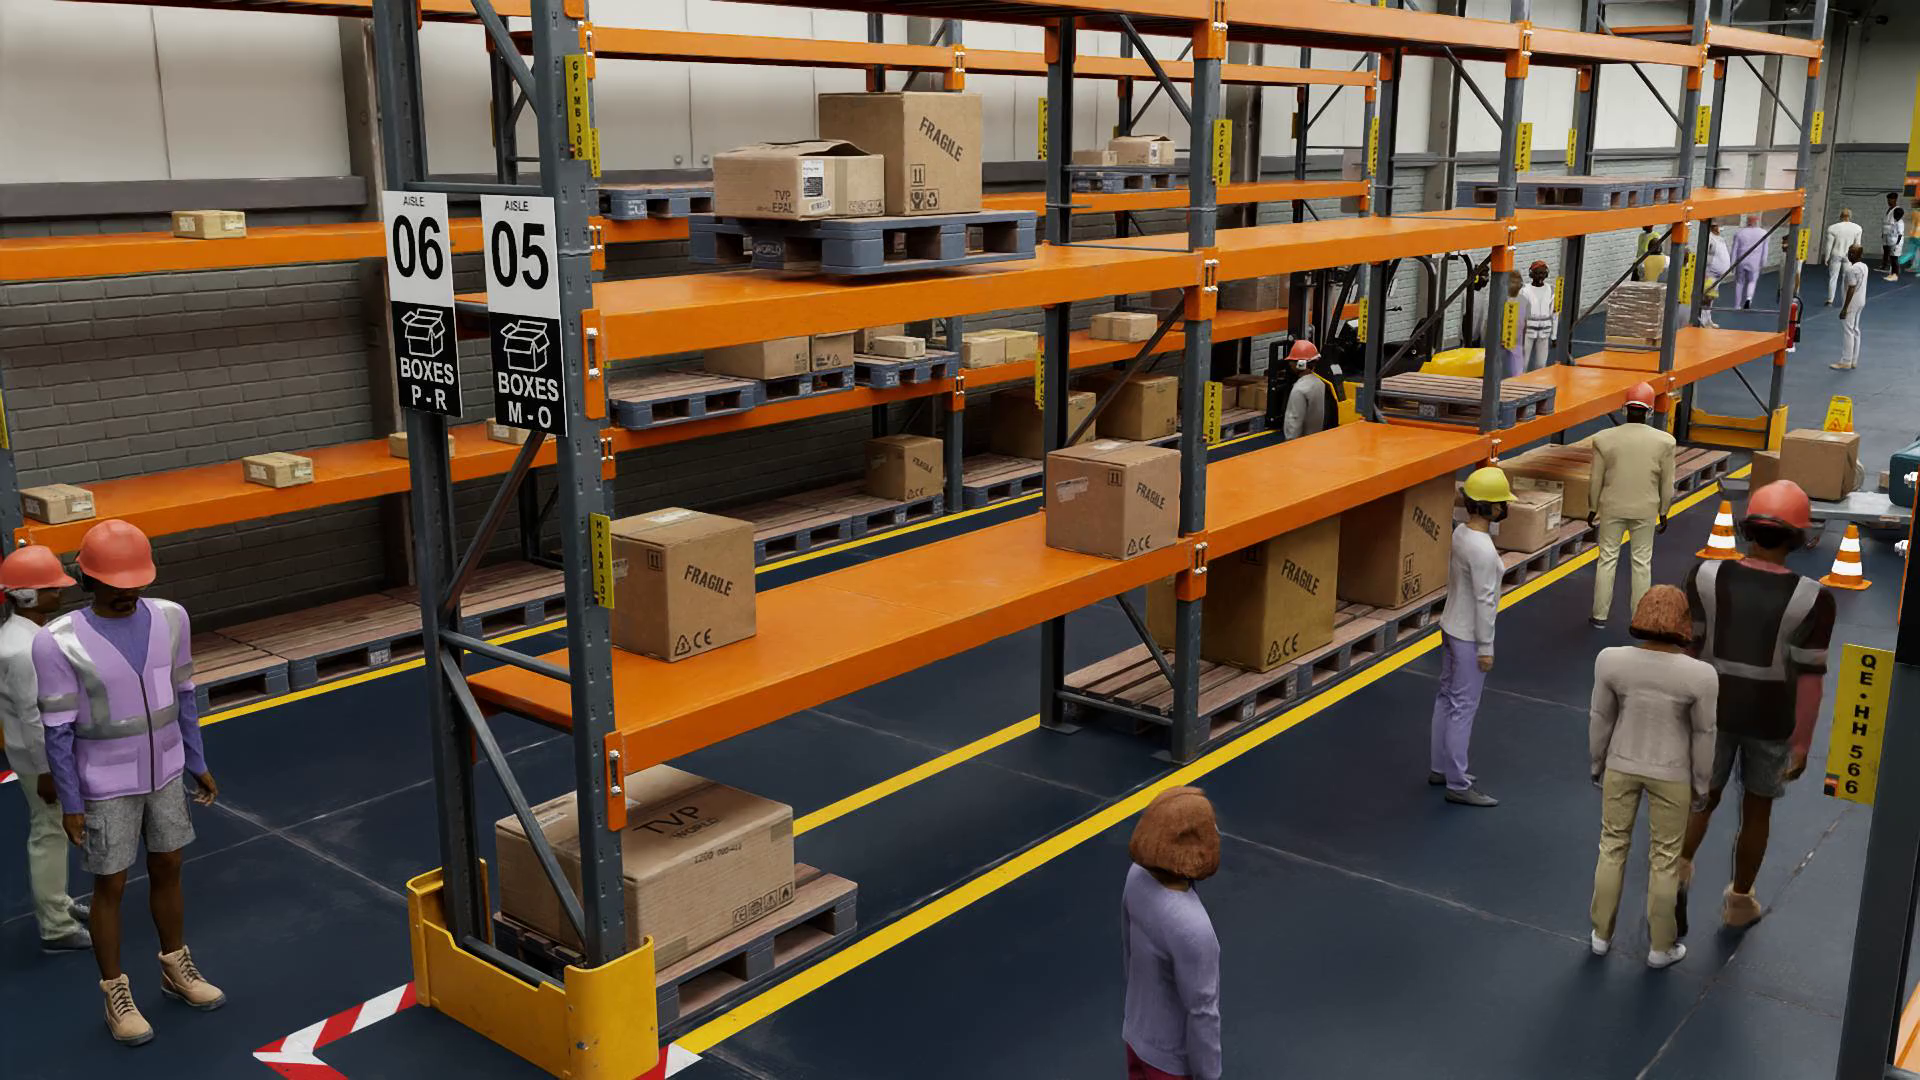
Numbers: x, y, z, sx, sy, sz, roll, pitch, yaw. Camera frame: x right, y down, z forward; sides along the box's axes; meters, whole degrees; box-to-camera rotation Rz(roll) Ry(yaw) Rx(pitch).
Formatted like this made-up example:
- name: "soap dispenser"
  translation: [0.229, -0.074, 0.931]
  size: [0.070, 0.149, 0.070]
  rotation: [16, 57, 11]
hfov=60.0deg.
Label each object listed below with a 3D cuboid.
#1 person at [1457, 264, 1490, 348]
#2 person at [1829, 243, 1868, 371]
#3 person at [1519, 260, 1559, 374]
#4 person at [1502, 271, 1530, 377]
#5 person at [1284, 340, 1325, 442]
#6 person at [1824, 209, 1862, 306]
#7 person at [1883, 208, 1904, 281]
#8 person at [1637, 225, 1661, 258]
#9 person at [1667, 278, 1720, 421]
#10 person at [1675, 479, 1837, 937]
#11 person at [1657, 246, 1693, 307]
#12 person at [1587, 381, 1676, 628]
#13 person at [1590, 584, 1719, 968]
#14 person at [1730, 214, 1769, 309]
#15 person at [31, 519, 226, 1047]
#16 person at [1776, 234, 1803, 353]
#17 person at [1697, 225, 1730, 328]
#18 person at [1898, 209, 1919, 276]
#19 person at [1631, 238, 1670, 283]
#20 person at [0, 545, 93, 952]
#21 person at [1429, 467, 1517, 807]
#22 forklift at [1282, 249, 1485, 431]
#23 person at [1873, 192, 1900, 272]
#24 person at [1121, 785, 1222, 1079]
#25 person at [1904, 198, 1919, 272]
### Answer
- name: "person"
  translation: [6.295, -2.459, 20.468]
  size: [0.327, 1.861, 0.507]
  rotation: [10, 17, 34]
- name: "person"
  translation: [13.047, -3.406, 24.345]
  size: [0.508, 1.841, 0.332]
  rotation: [-12, 18, -39]
- name: "person"
  translation: [7.185, -2.554, 20.820]
  size: [0.583, 1.880, 0.366]
  rotation: [-1, 14, -2]
- name: "person"
  translation: [6.638, -2.339, 20.096]
  size: [0.535, 1.789, 0.976]
  rotation: [-1, 14, -6]
- name: "person"
  translation: [2.852, -0.799, 13.940]
  size: [0.345, 1.746, 0.573]
  rotation: [7, 16, 28]
- name: "person"
  translation: [17.603, -5.632, 33.221]
  size: [0.627, 1.934, 0.372]
  rotation: [4, 14, 17]
- name: "person"
  translation: [21.904, -6.920, 38.948]
  size: [0.316, 1.698, 0.541]
  rotation: [4, 14, 17]
- name: "person"
  translation: [13.190, -5.267, 31.915]
  size: [0.384, 1.845, 0.565]
  rotation: [-3, 14, -13]
- name: "person"
  translation: [8.610, -2.179, 19.474]
  size: [0.716, 1.785, 0.671]
  rotation: [1, 14, 6]
- name: "person"
  translation: [3.278, 0.760, 7.015]
  size: [0.618, 2.023, 0.728]
  rotation: [12, 18, 39]
- name: "person"
  translation: [9.648, -2.975, 22.392]
  size: [0.627, 1.941, 0.371]
  rotation: [1, 14, 3]
- name: "person"
  translation: [4.667, -0.232, 11.606]
  size: [0.563, 1.751, 0.330]
  rotation: [5, 15, 19]
- name: "person"
  translation: [2.866, 0.979, 6.925]
  size: [0.497, 1.632, 0.289]
  rotation: [10, 17, 34]
- name: "person"
  translation: [15.311, -5.383, 32.319]
  size: [0.681, 1.879, 0.557]
  rotation: [7, 16, 28]
- name: "person"
  translation: [-3.153, 0.910, 6.381]
  size: [0.391, 2.033, 0.605]
  rotation: [9, 16, 32]
- name: "person"
  translation: [13.085, -3.893, 26.309]
  size: [0.333, 1.860, 0.515]
  rotation: [-2, 14, -8]
- name: "person"
  translation: [13.293, -4.739, 29.362]
  size: [0.537, 2.000, 0.680]
  rotation: [13, 19, 42]
- name: "person"
  translation: [23.061, -7.294, 40.079]
  size: [0.778, 1.898, 0.607]
  rotation: [-2, 14, -8]
- name: "person"
  translation: [10.646, -3.724, 25.651]
  size: [0.624, 1.841, 0.430]
  rotation: [5, 15, 19]
- name: "person"
  translation: [-3.876, 0.877, 7.092]
  size: [0.343, 1.748, 0.573]
  rotation: [-7, 15, -25]
- name: "person"
  translation: [2.663, 0.491, 8.637]
  size: [0.327, 1.769, 0.525]
  rotation: [0, 14, 1]
- name: "forklift"
  translation: [4.886, -2.214, 18.767]
  size: [2.313, 2.155, 1.214]
  rotation: [11, 18, 38]
- name: "person"
  translation: [23.202, -7.681, 41.510]
  size: [0.368, 1.959, 0.602]
  rotation: [1, 14, 3]
- name: "person"
  translation: [0.619, 1.489, 4.841]
  size: [0.286, 1.636, 0.500]
  rotation: [-4, 14, -18]
- name: "person"
  translation: [23.877, -7.614, 41.450]
  size: [0.525, 1.857, 0.633]
  rotation: [10, 17, 35]
